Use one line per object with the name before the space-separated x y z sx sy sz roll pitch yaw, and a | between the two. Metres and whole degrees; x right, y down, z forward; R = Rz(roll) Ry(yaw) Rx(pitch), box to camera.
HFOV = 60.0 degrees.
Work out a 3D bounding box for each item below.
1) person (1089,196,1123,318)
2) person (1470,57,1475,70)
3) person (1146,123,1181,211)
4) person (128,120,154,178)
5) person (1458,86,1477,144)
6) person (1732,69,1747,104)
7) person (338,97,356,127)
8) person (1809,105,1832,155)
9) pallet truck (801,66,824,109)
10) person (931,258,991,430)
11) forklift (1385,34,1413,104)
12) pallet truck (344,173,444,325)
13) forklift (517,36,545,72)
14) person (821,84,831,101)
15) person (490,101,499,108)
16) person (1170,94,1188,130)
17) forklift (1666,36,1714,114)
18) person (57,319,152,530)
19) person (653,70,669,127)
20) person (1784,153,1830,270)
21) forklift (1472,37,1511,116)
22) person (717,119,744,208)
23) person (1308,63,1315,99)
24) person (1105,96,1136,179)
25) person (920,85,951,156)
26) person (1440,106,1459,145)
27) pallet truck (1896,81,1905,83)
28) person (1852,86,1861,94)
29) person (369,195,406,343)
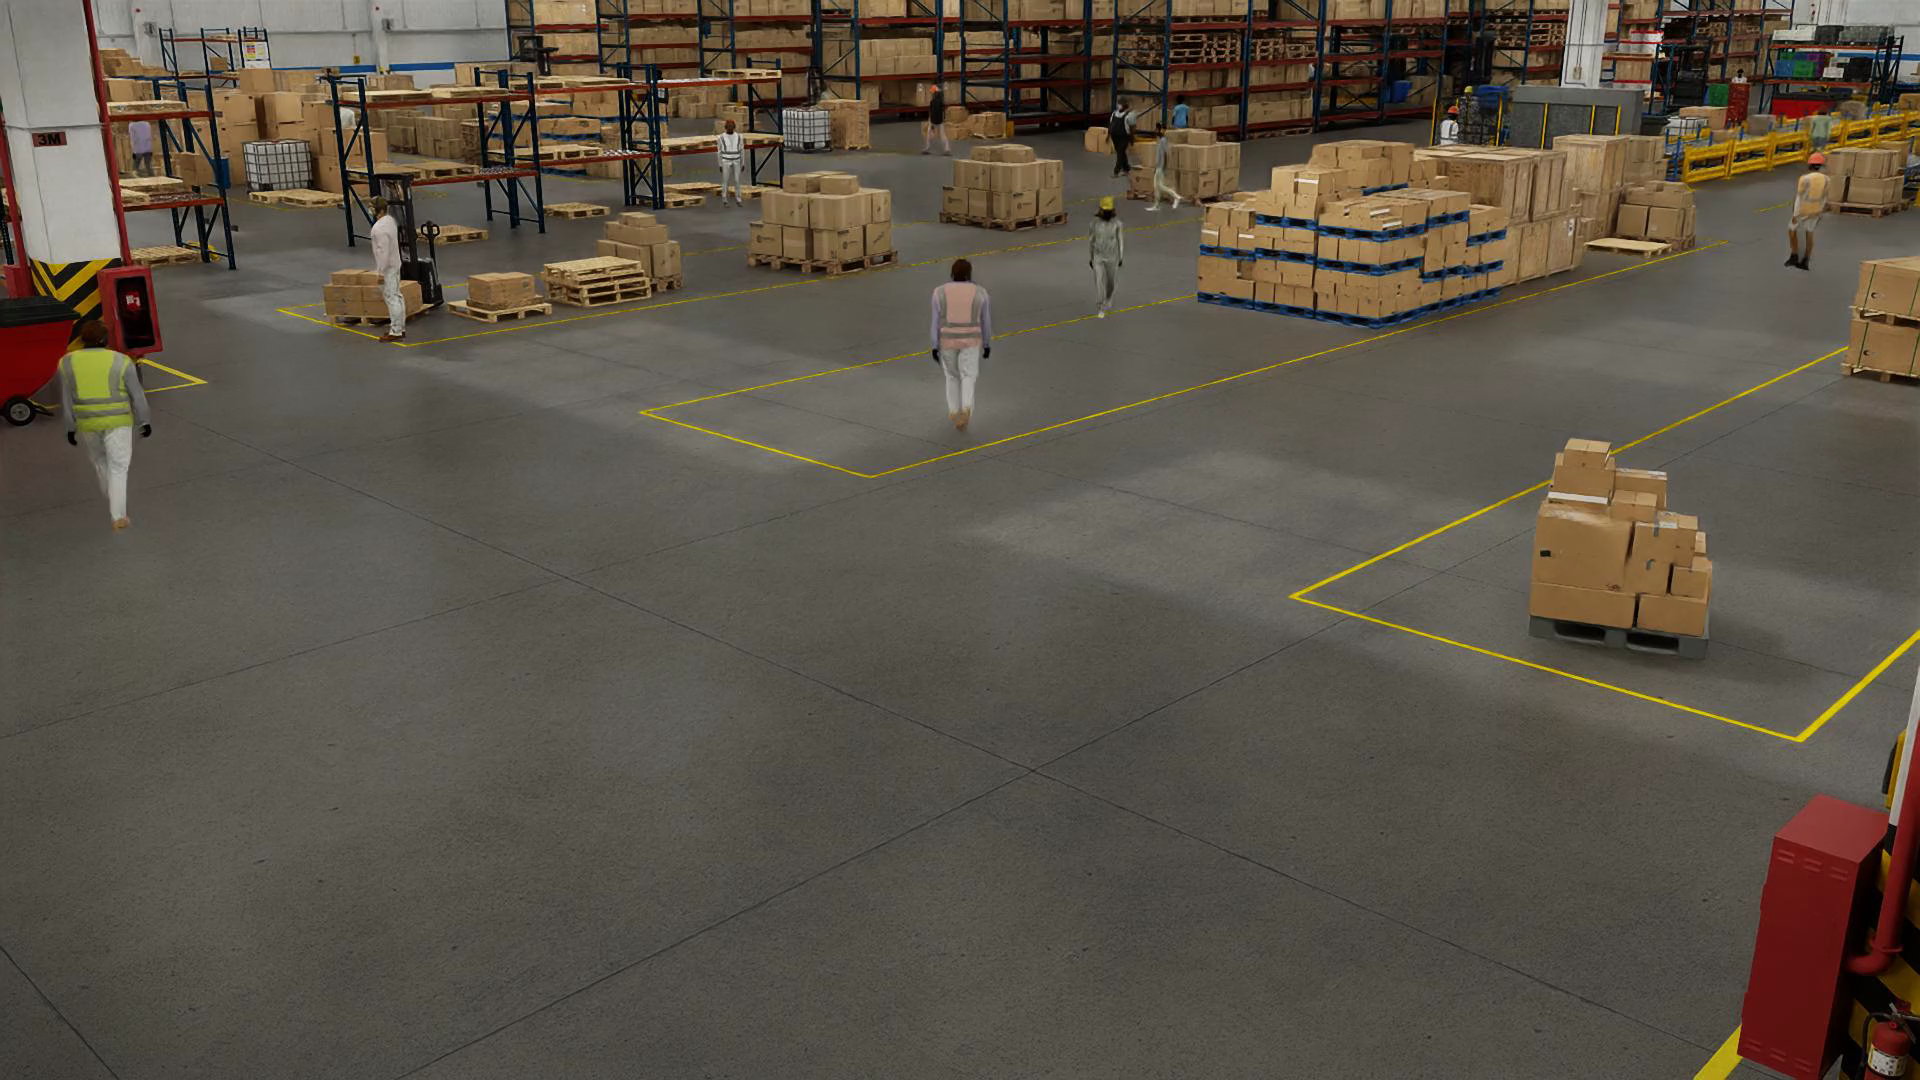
person | 2.083 -4.076 23.859 0.491 1.726 0.569 0 18 0
person | 20.564 -18.449 66.906 0.547 1.906 0.897 17 25 41
person | 4.319 -7.871 35.125 0.645 1.847 0.521 -3 19 -9
person | -19.013 -9.054 38.570 0.532 1.907 0.623 8 20 23
person | 14.773 -12.364 48.705 0.599 1.811 0.629 13 23 35
person | 29.001 -16.720 62.023 0.537 1.675 0.577 5 19 15
person | -15.699 -10.308 42.385 0.658 1.885 1.000 -5 19 -14
person | 22.509 -10.555 43.537 0.533 1.618 0.345 17 25 42
pallet truck | -4.812 -15.182 56.903 0.823 1.965 1.885 -9 21 -26
person | 0.009 -2.093 17.776 0.643 1.812 0.837 1 18 3
forklift | 16.919 -18.087 64.274 1.873 2.768 1.129 16 24 40
pallet truck | -8.209 -4.181 23.757 0.823 1.965 1.885 3 19 9
forklift | -16.076 -17.514 62.550 1.873 2.768 1.129 16 24 40
person | -4.214 -13.650 52.865 0.365 1.623 0.531 9 20 24
person | -15.164 -14.120 54.296 0.636 1.618 0.513 11 21 30
person | 6.163 -11.765 47.092 0.542 1.677 0.540 -14 23 -36
forklift | 27.341 -17.291 61.877 1.129 2.768 1.873 17 25 41
person | -7.449 -1.047 14.607 0.659 1.802 0.894 -3 19 -10
person | -10.140 -14.981 56.437 0.588 1.911 0.396 7 20 21
person | 14.198 -5.517 27.909 0.567 1.915 0.592 -1 18 -4
forklift | 19.341 -17.173 61.521 1.873 2.768 1.129 17 25 41
person | -4.912 -8.091 35.739 0.572 1.876 0.355 -6 19 -18
person | 14.621 -19.077 69.006 0.596 1.771 0.961 5 19 14
person | 4.029 -10.068 41.428 1.031 2.000 0.694 -16 24 -40
person | -0.647 -11.785 46.763 1.046 1.946 0.634 15 23 37
person | 11.418 -9.145 38.832 0.397 1.929 0.541 -9 20 -25
pallet truck | 34.802 -16.331 61.455 0.653 1.274 1.630 17 25 41
person | 32.097 -15.933 59.564 0.433 1.736 0.550 2 18 6
person | -7.618 -3.600 22.100 0.372 1.940 0.632 -2 18 -5
